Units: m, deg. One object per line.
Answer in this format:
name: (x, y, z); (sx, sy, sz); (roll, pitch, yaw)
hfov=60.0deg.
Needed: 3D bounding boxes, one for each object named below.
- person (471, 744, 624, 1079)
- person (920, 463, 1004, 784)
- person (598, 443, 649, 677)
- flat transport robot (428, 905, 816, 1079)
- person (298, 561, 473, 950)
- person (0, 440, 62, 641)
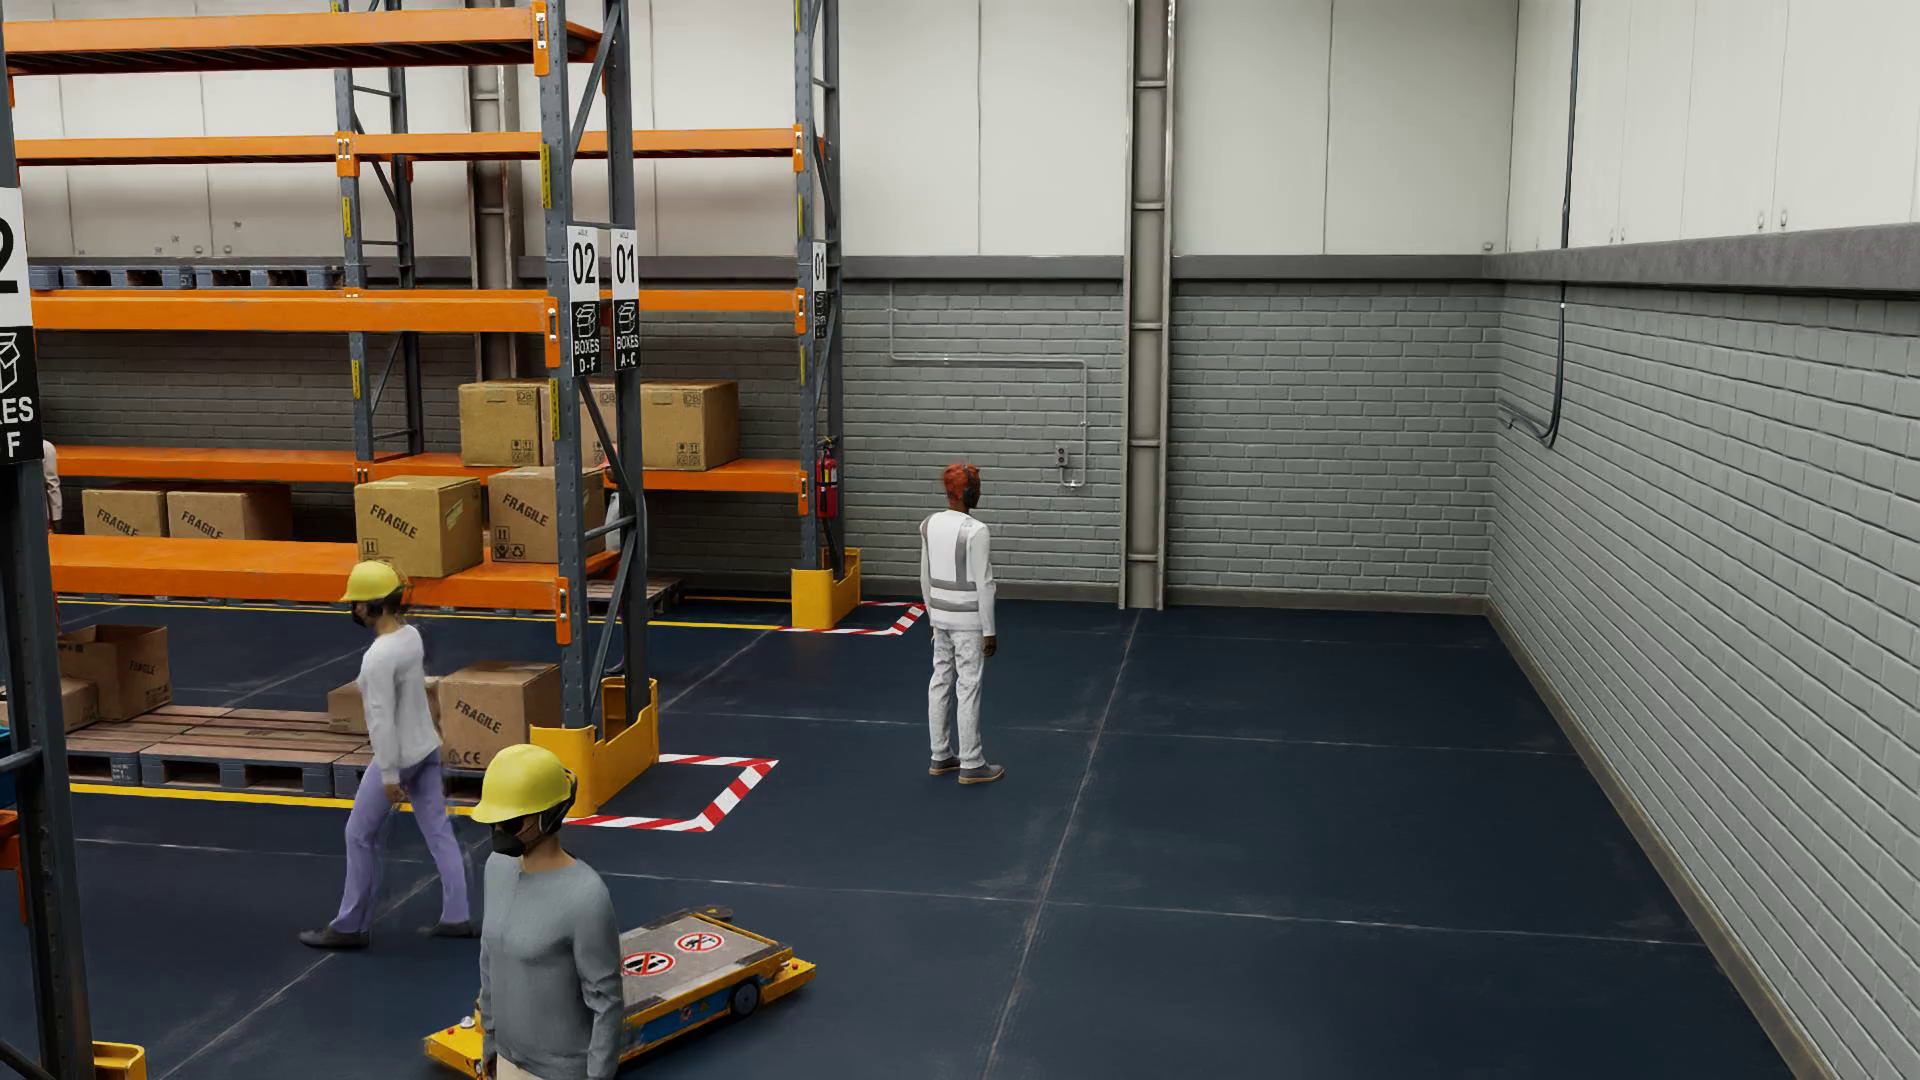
person: (-1.121, 1.400, 4.452); (0.534, 1.765, 0.323); (8, 12, 39)
person: (0.006, 0.485, 9.765); (0.356, 1.883, 0.574); (-8, 12, -42)
person: (-2.451, 0.167, 12.131); (0.330, 1.750, 0.572); (-3, 10, -21)
flat transport robot: (-1.303, 1.799, 6.600); (0.652, 0.197, 1.431); (7, 12, 39)
person: (-2.565, 0.952, 7.339); (0.810, 1.736, 0.546); (1, 9, 6)
person: (-7.631, -0.170, 13.504); (0.618, 1.986, 0.402); (-3, 10, -20)
